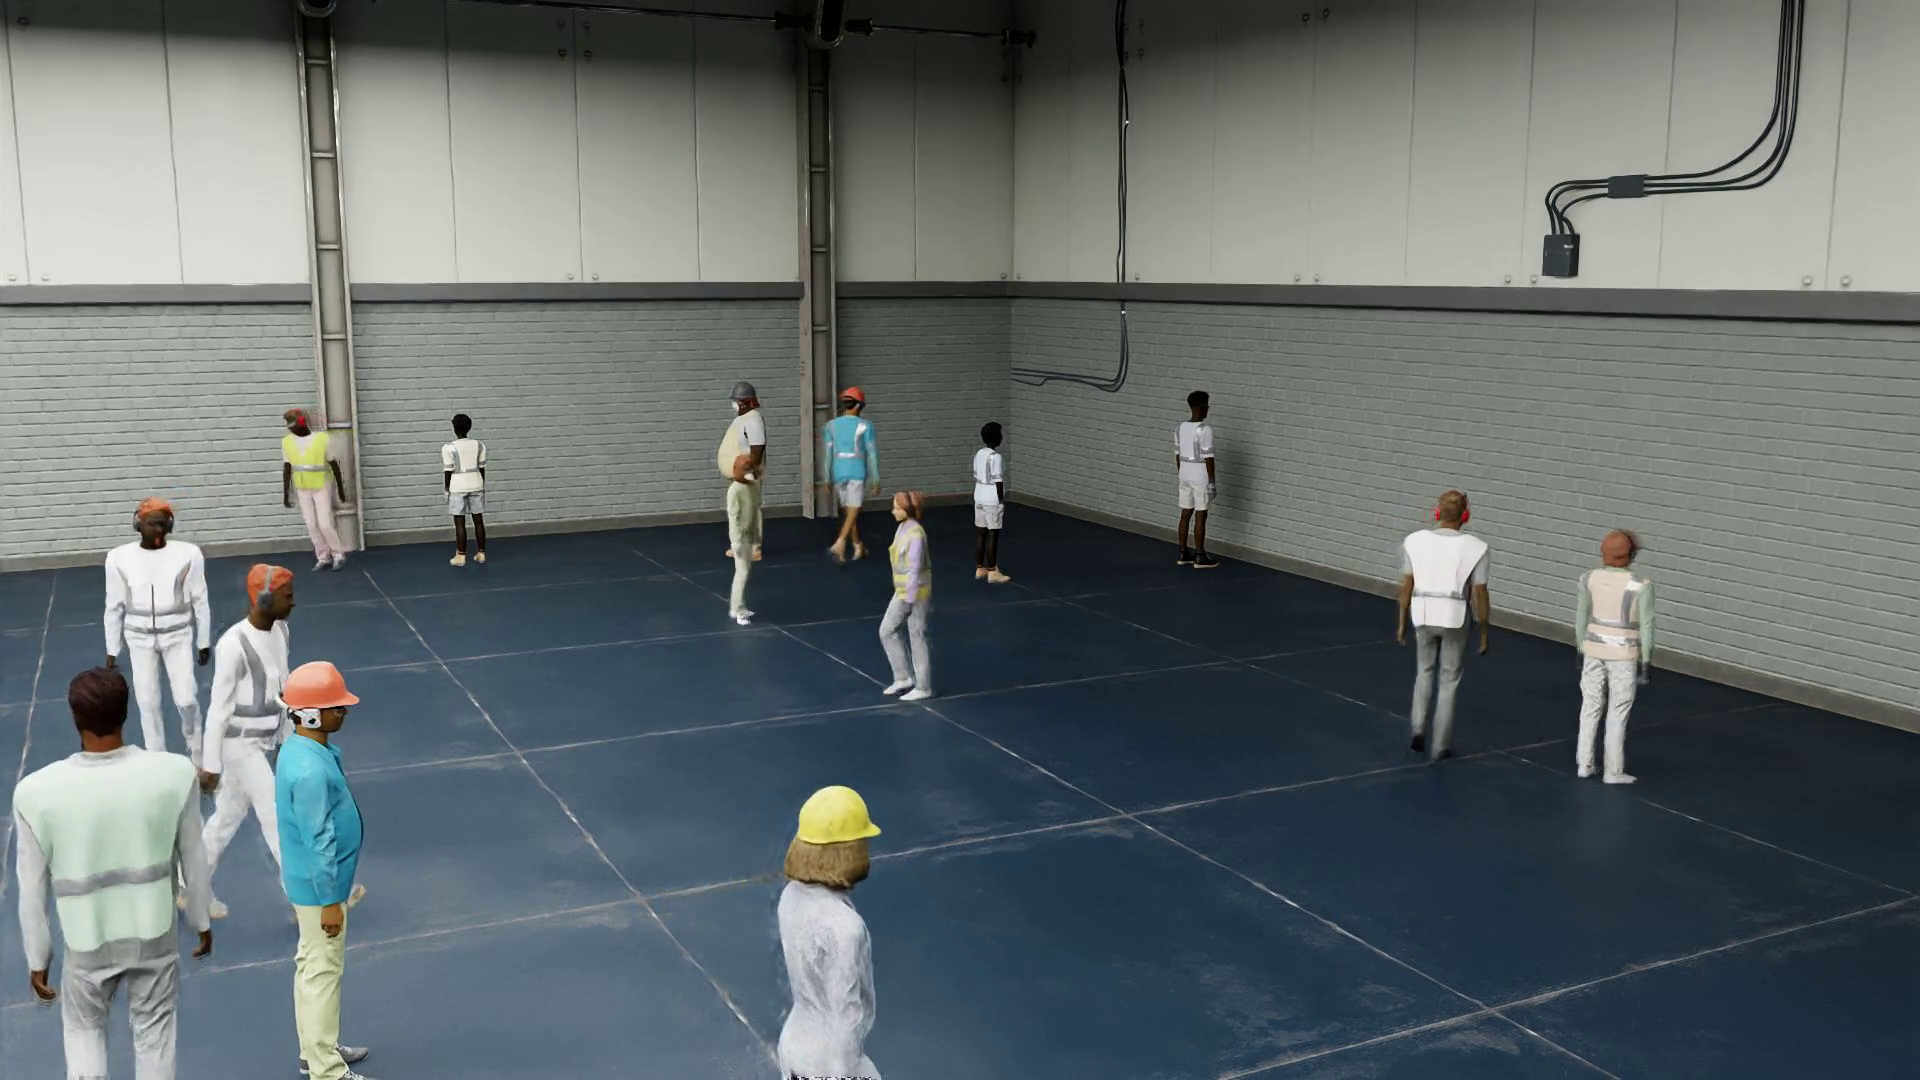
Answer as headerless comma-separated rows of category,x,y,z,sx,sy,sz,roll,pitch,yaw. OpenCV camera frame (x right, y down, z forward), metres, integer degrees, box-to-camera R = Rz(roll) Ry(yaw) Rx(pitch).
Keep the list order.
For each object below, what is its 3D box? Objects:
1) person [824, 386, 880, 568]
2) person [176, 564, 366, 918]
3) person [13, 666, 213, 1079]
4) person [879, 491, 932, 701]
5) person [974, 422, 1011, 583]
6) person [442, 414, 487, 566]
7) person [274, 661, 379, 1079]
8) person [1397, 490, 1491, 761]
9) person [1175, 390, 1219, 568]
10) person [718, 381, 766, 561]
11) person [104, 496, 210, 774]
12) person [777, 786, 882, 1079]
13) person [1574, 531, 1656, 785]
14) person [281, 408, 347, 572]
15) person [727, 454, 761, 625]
person,-1.253,-0.707,18.559,0.632,2.002,0.954,4,10,24
person,-3.556,1.030,8.332,1.014,1.828,0.622,0,9,-1
person,-2.979,1.386,5.903,0.605,1.905,0.426,-5,10,-27
person,-0.427,0.433,12.619,0.488,1.618,0.555,-3,10,-17
person,0.328,-0.397,17.544,0.317,1.693,0.537,-5,10,-26
person,-5.514,-0.559,18.531,0.318,1.697,0.533,9,13,42
person,-2.535,1.342,6.644,0.329,1.751,0.567,-5,10,-26
person,3.235,0.561,11.116,0.606,1.797,0.452,6,11,31
person,2.627,-0.677,18.427,0.367,1.966,0.606,-6,11,-31
person,-2.468,-0.779,18.829,0.538,2.000,0.684,-4,10,-22
person,-5.084,0.653,10.548,0.606,1.872,0.414,-3,10,-16
person,-0.359,1.597,5.126,0.500,1.724,0.518,-5,11,-29
person,4.172,0.760,10.657,0.348,1.625,0.539,-8,12,-39
person,-7.021,-0.535,18.036,0.588,1.805,0.492,2,9,9
person,-2.008,-0.016,15.497,0.383,1.600,0.598,3,10,19
